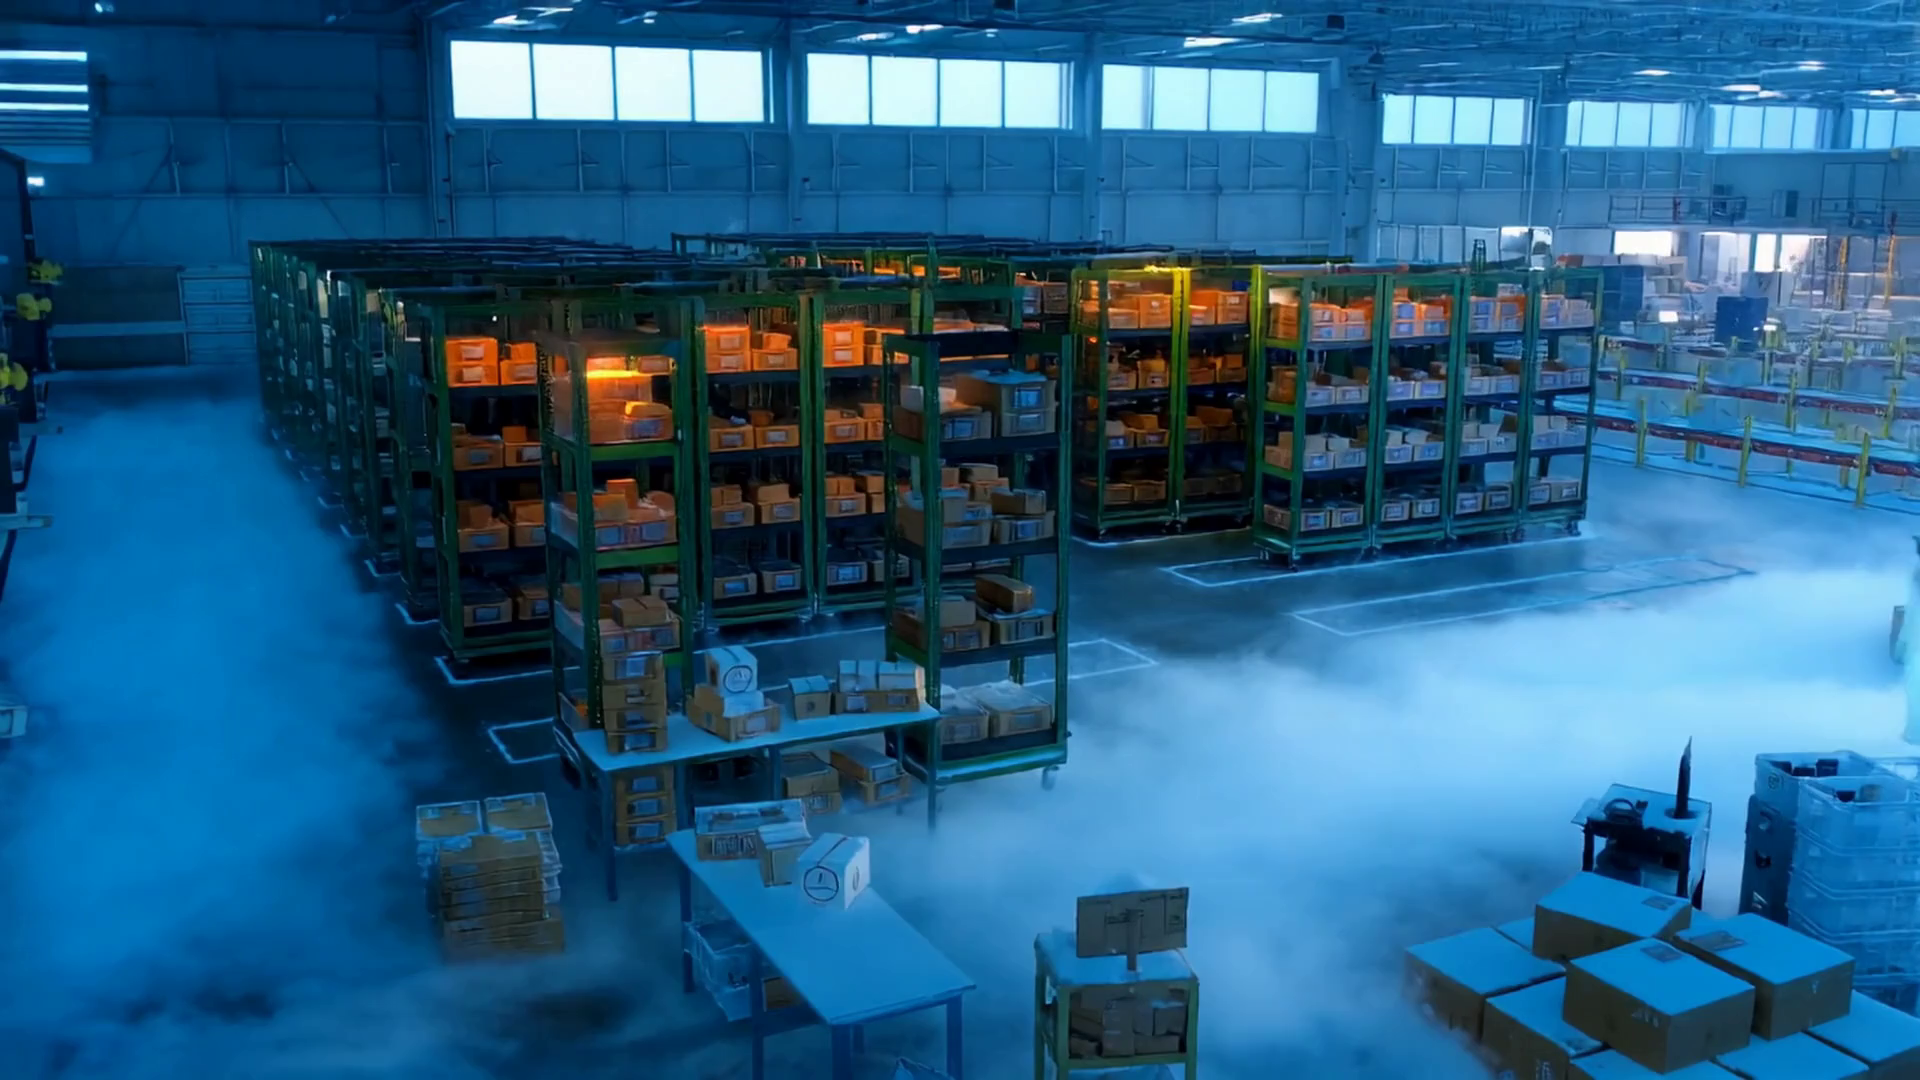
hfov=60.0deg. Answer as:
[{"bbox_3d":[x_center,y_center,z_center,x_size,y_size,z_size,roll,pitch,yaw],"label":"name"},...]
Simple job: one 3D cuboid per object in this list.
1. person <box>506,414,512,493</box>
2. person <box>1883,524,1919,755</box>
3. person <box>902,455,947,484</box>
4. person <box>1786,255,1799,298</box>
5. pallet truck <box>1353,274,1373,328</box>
[{"bbox_3d":[-5.887,-0.922,22.348,0.434,1.816,0.832,11,16,42],"label":"person"},{"bbox_3d":[8.023,0.826,13.782,0.610,1.971,0.512,-9,15,-37],"label":"person"},{"bbox_3d":[-0.487,-0.790,21.811,0.604,1.783,0.949,-6,14,-27],"label":"person"},{"bbox_3d":[34.873,-11.057,69.779,0.511,1.812,0.924,-4,13,-17],"label":"person"},{"bbox_3d":[13.011,-8.050,55.243,0.823,1.965,1.885,-7,14,-28],"label":"pallet truck"}]
